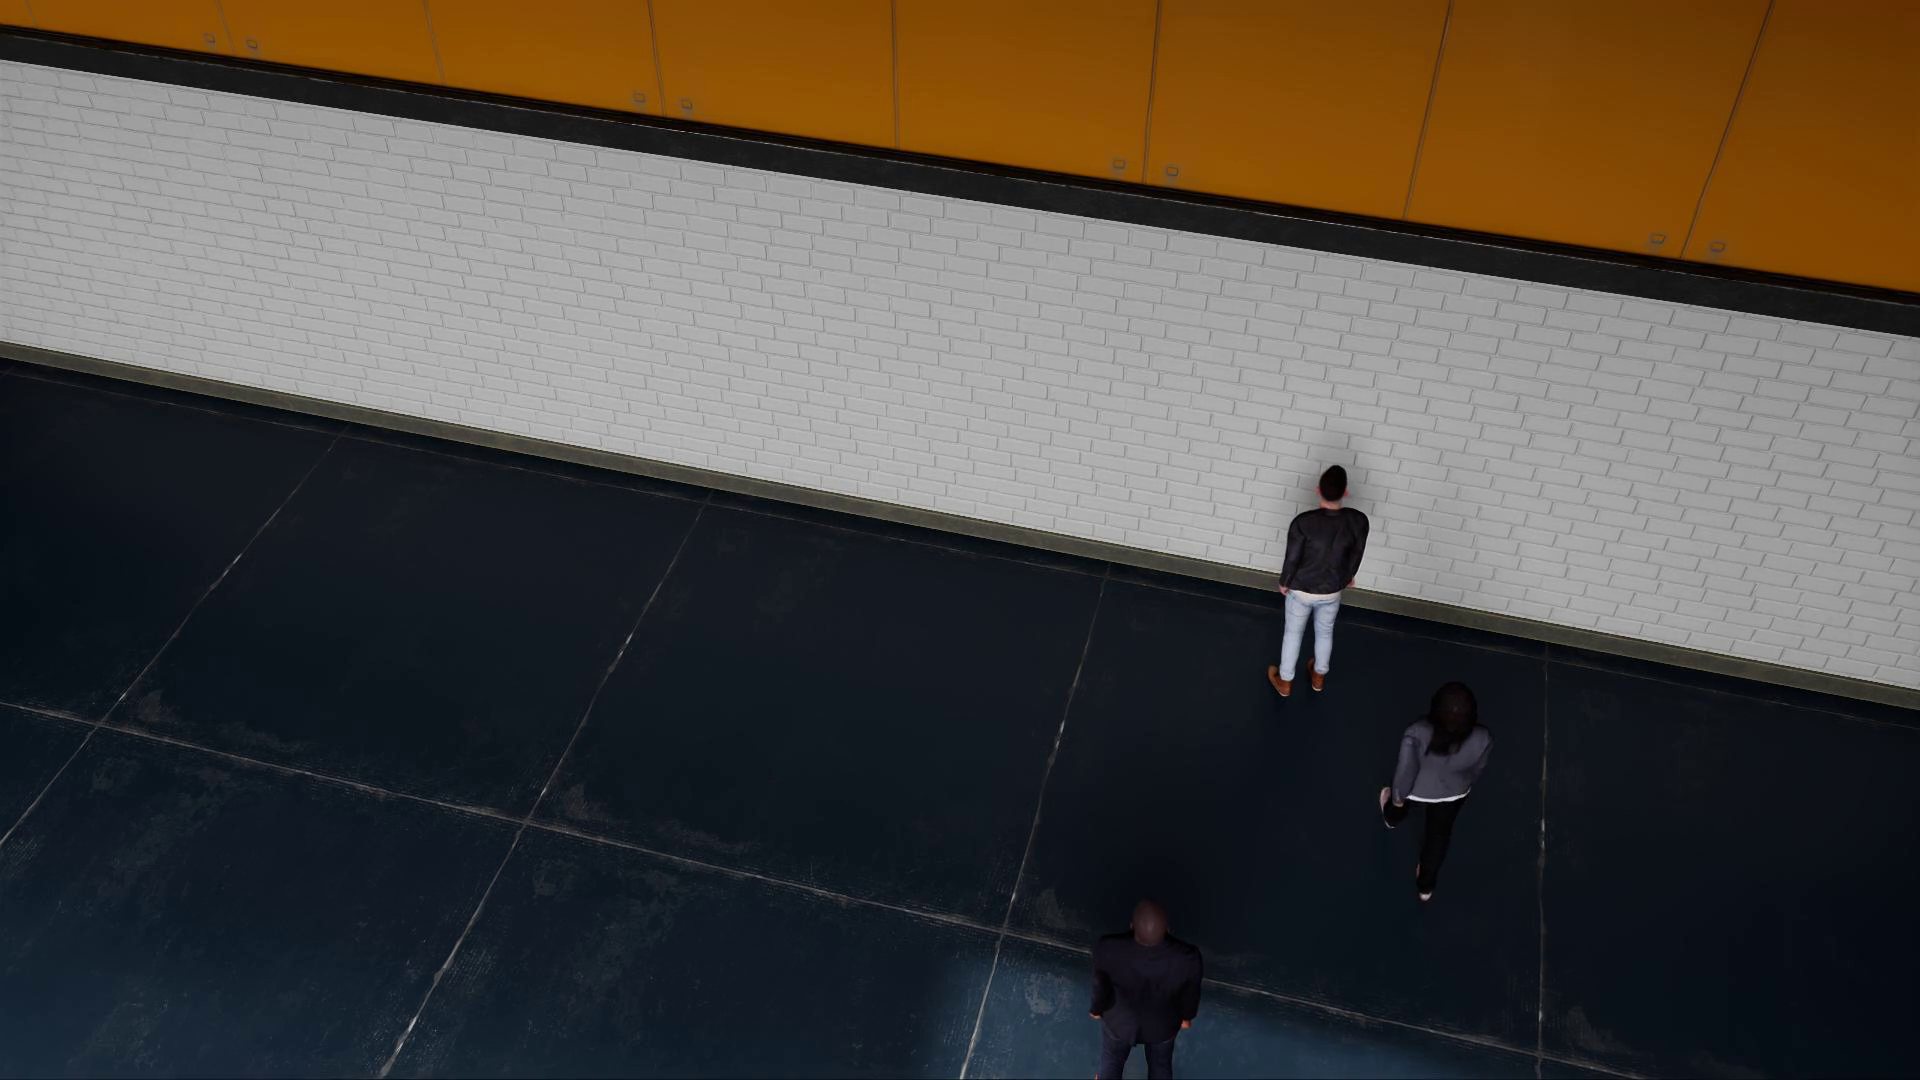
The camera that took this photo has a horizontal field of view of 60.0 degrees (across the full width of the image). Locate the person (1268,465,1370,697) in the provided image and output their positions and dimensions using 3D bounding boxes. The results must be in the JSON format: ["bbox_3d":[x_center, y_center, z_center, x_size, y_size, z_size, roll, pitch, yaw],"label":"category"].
[{"bbox_3d":[2.217,0.276,10.334,0.725,1.836,0.683,-6,44,-6],"label":"person"}]

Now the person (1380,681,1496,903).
[{"bbox_3d":[2.669,1.415,9.338,0.754,1.560,1.032,4,44,4],"label":"person"}]

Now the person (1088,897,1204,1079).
[{"bbox_3d":[0.890,2.337,8.182,0.722,1.819,0.639,5,44,5],"label":"person"}]
